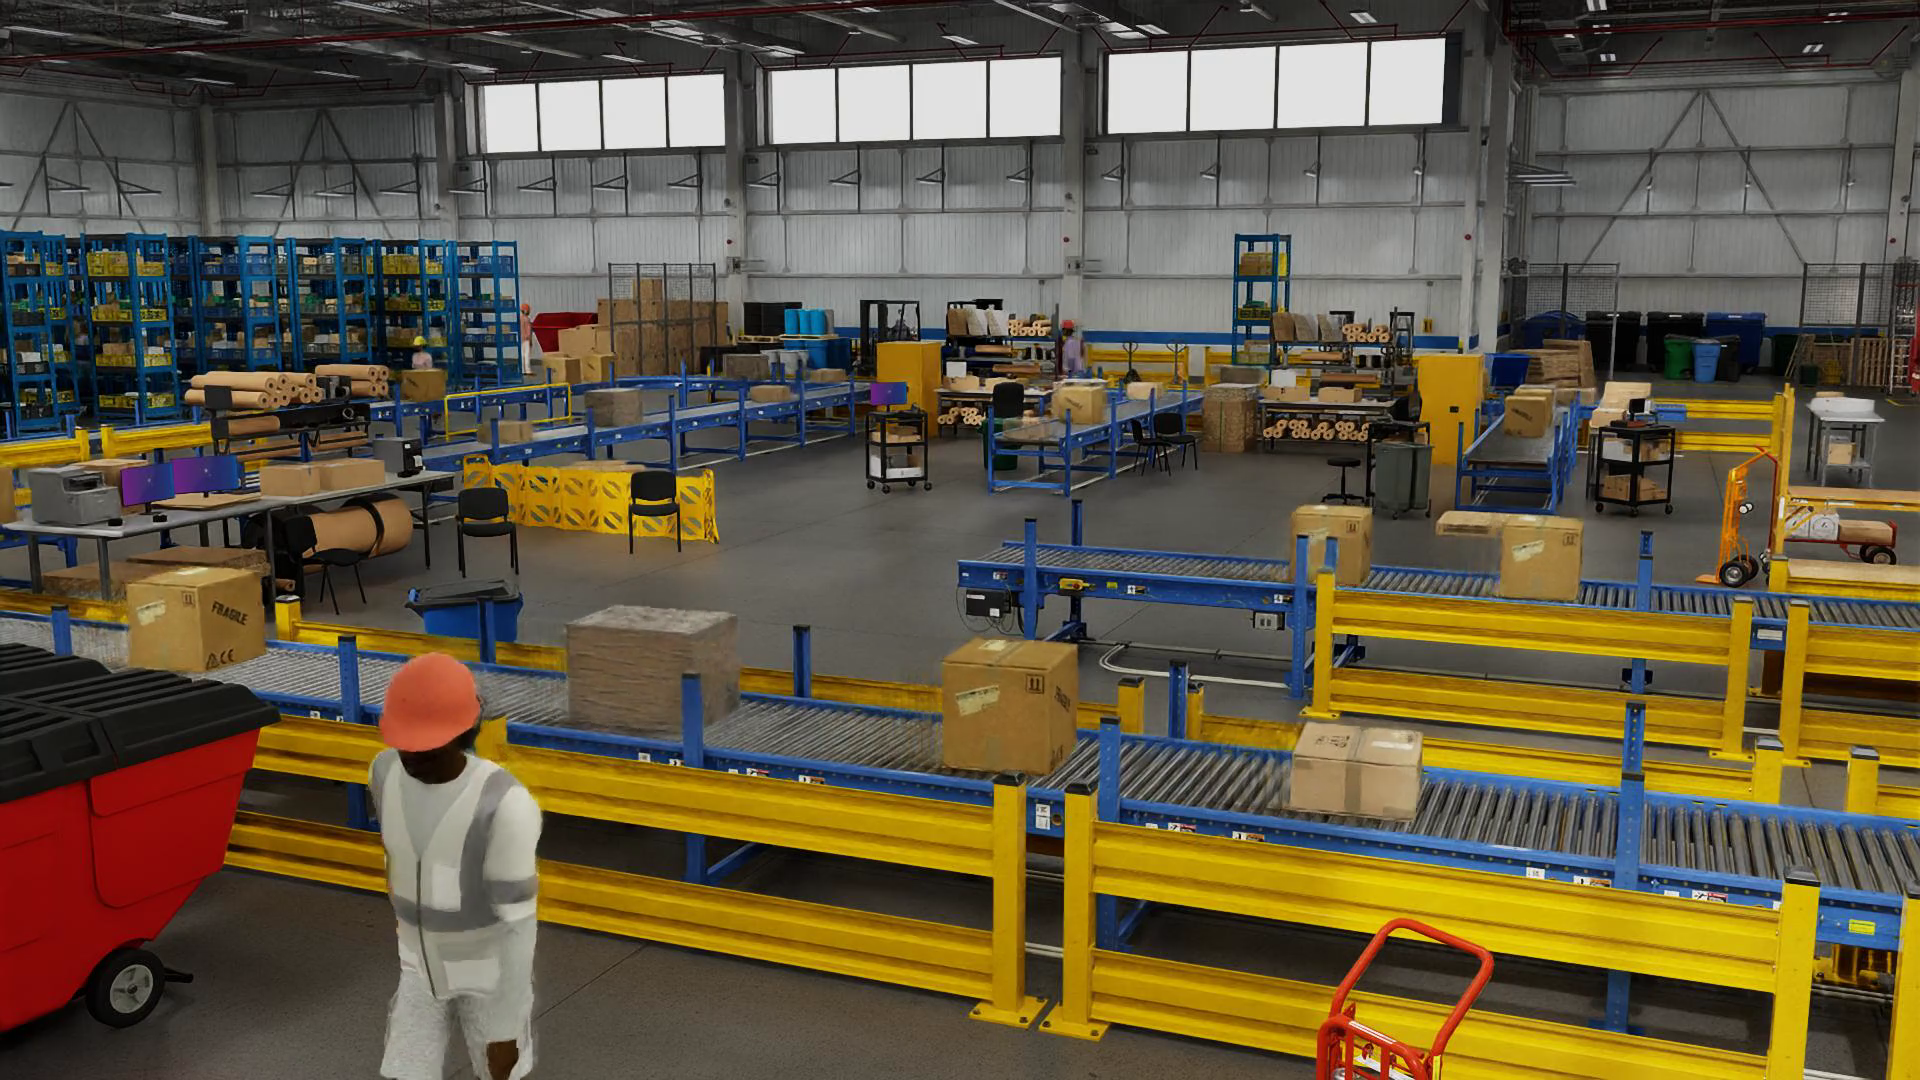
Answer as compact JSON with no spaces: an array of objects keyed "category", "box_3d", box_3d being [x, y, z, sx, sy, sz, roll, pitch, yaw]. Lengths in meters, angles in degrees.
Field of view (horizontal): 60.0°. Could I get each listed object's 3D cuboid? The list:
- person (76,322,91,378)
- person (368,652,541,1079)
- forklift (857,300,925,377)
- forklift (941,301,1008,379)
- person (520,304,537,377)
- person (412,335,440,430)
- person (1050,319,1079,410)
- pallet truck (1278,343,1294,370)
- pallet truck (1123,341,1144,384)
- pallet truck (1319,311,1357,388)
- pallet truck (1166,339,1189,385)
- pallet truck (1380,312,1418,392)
[{"category":"person","box_3d":[-19.176,-3.863,36.433,0.589,1.805,0.955,5,11,29]},{"category":"person","box_3d":[-1.443,1.261,4.817,0.634,1.978,0.794,4,10,23]},{"category":"forklift","box_3d":[-1.732,-5.109,42.468,1.157,1.987,2.680,4,10,22]},{"category":"forklift","box_3d":[0.365,-4.966,41.571,1.157,1.987,2.680,3,10,20]},{"category":"person","box_3d":[-11.901,-5.477,45.606,0.379,1.996,0.611,-8,12,-41]},{"category":"person","box_3d":[-9.934,-2.926,30.879,0.540,1.751,0.531,7,12,37]},{"category":"person","box_3d":[2.191,-3.371,32.906,1.105,1.993,0.608,3,10,17]},{"category":"pallet truck","box_3d":[7.886,-4.163,39.743,0.653,1.274,1.630,4,10,22]},{"category":"pallet truck","box_3d":[4.445,-4.380,41.279,0.680,1.201,1.601,4,10,22]},{"category":"pallet truck","box_3d":[9.071,-4.419,39.190,0.823,1.965,1.885,5,10,26]},{"category":"pallet truck","box_3d":[5.418,-4.269,40.420,0.704,1.261,1.522,3,10,20]},{"category":"pallet truck","box_3d":[10.207,-4.283,38.369,0.823,1.965,1.885,3,10,20]}]
